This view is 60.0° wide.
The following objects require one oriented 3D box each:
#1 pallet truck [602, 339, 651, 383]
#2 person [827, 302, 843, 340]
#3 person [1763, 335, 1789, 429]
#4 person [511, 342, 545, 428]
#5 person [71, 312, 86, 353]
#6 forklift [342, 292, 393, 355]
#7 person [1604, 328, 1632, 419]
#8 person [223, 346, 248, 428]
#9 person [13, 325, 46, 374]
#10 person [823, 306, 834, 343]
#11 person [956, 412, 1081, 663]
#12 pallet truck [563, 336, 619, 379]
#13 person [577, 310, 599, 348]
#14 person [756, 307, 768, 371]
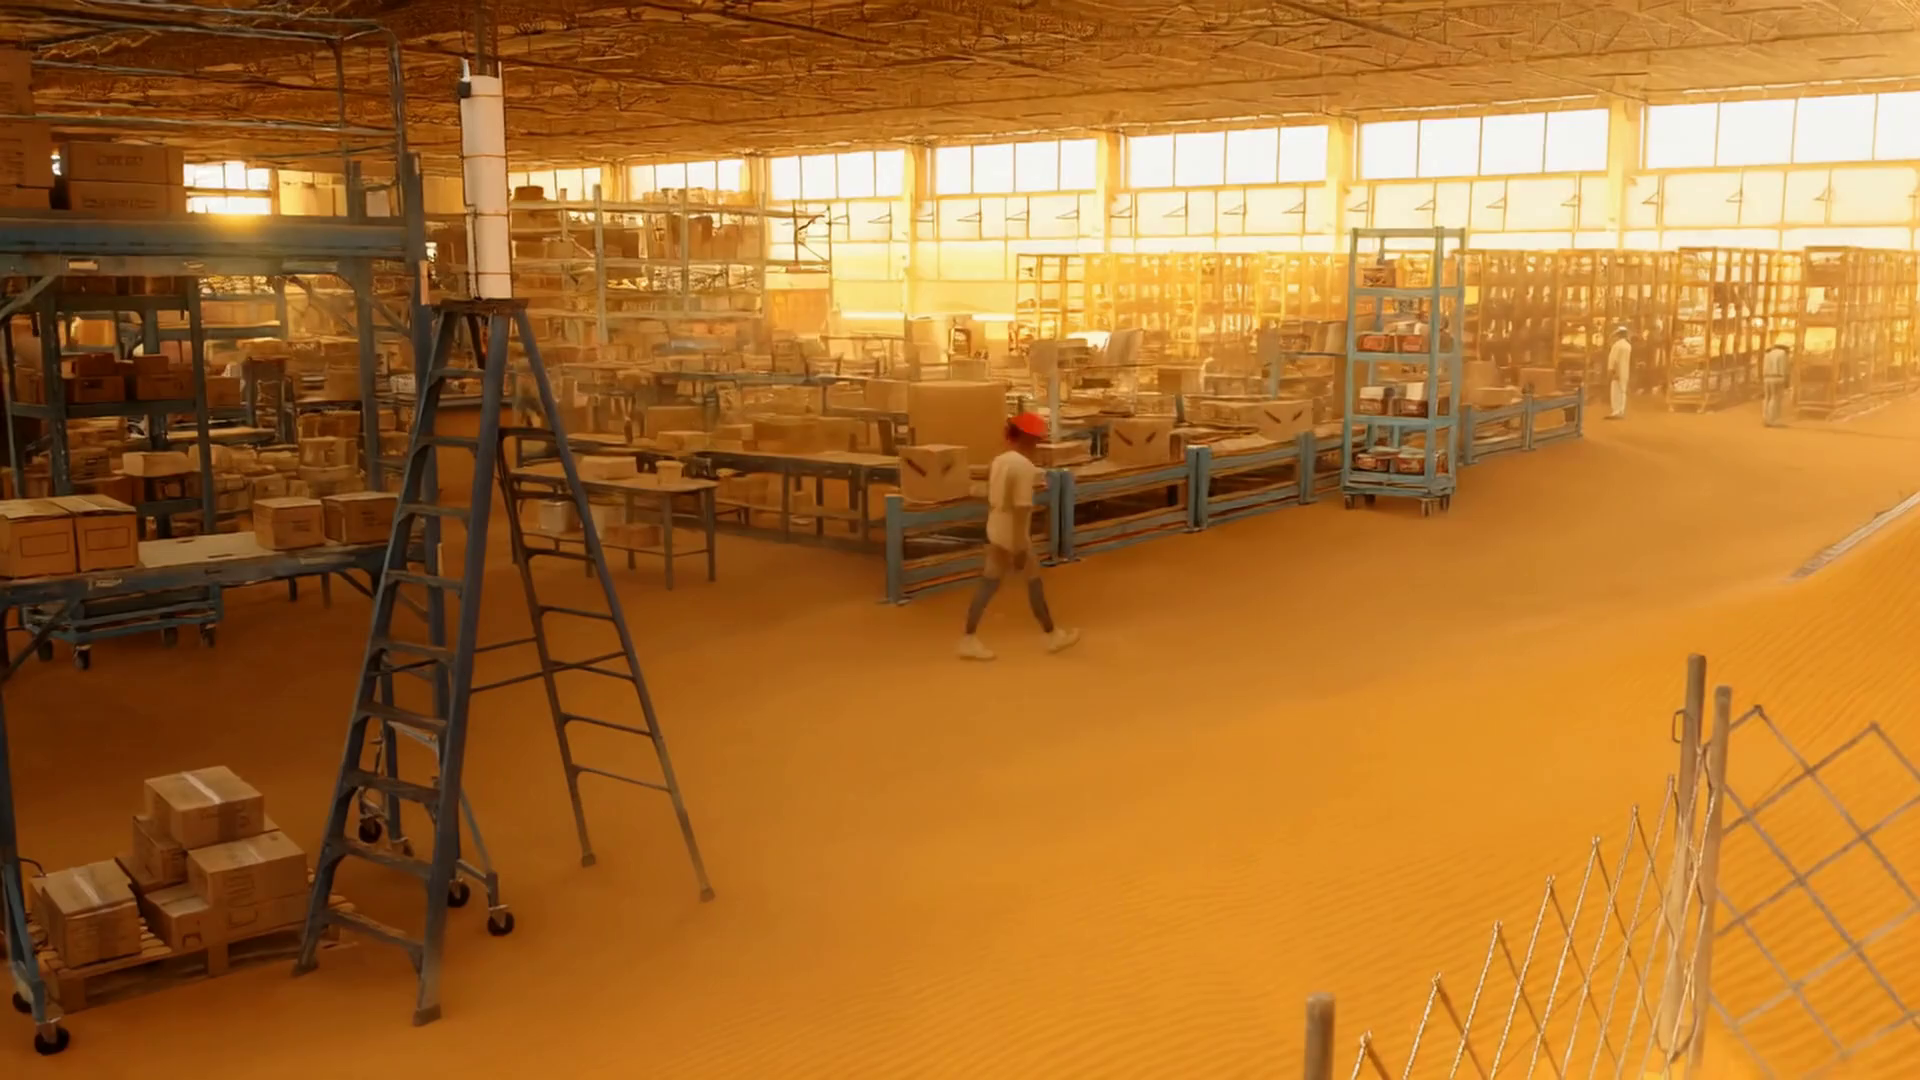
[{"bbox_3d":[-8.991,-4.871,45.351,0.653,1.274,1.630,7,11,37],"label":"pallet truck"},{"bbox_3d":[-4.771,-8.117,63.590,0.605,1.948,0.384,-3,9,-16],"label":"person"},{"bbox_3d":[16.034,-3.101,32.644,0.404,1.833,0.586,-3,10,-18],"label":"person"},{"bbox_3d":[-8.317,-2.933,31.887,0.801,1.734,0.522,1,9,8],"label":"person"},{"bbox_3d":[-28.855,-6.629,54.460,0.455,1.896,0.591,-4,10,-25],"label":"person"},{"bbox_3d":[-16.485,-5.622,45.120,1.129,2.768,1.873,7,11,37],"label":"forklift"},{"bbox_3d":[13.716,-3.468,34.703,0.410,1.909,0.642,8,12,42],"label":"person"},{"bbox_3d":[-13.513,-2.769,30.998,0.548,1.686,0.447,8,12,42],"label":"person"},{"bbox_3d":[-20.755,-3.846,37.139,0.647,1.888,0.599,-7,11,-36],"label":"person"},{"bbox_3d":[-5.192,-8.524,66.810,0.515,1.725,0.870,7,11,37],"label":"person"},{"bbox_3d":[0.439,-0.016,13.022,1.099,1.949,0.680,-5,10,-30],"label":"person"},{"bbox_3d":[-10.690,-5.294,48.215,1.601,1.201,0.680,-5,10,-26],"label":"pallet truck"},{"bbox_3d":[-11.322,-6.048,50.708,0.627,1.940,0.371,-1,9,-7],"label":"person"},{"bbox_3d":[-6.159,-6.214,51.576,0.393,1.990,0.616,2,9,14],"label":"person"}]
